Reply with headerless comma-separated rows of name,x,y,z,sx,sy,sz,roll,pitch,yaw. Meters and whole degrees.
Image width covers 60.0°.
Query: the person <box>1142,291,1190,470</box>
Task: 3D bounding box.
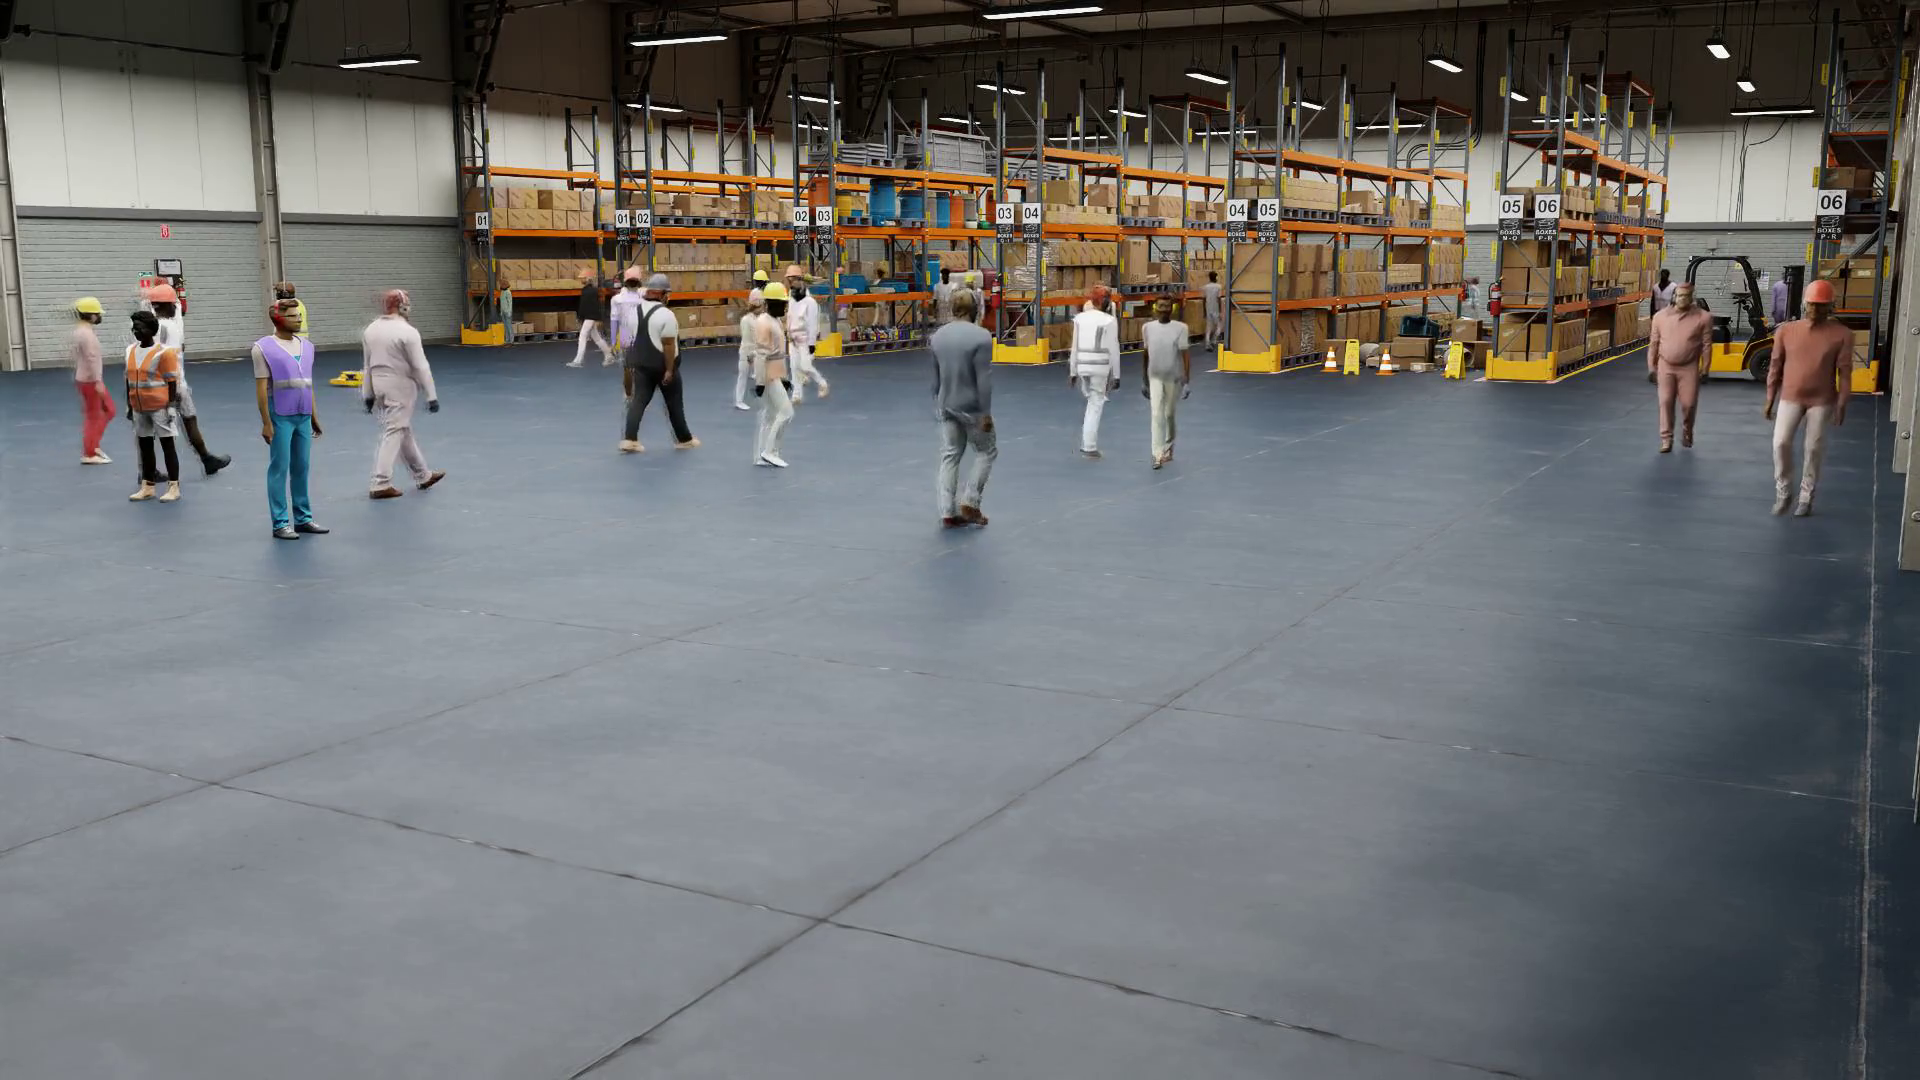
person,2.145,-1.678,17.314,0.526,1.825,0.988,2,10,12

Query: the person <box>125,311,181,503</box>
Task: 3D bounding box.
person,-7.160,-1.177,14.732,0.530,1.697,0.321,3,10,15

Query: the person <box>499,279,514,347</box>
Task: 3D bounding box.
person,-10.873,-5.432,39.834,0.285,1.632,0.499,-7,12,-36

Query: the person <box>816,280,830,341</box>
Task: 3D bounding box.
person,-3.265,-5.473,40.136,0.511,1.610,0.684,6,11,31

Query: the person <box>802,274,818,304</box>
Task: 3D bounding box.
person,-3.495,-5.216,38.189,0.532,1.765,0.323,4,11,23

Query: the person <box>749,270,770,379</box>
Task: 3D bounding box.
person,-3.549,-3.812,29.487,0.386,1.925,0.591,-2,10,-12

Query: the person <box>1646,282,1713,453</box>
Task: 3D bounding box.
person,7.971,-1.911,18.460,0.658,1.892,0.457,5,11,29

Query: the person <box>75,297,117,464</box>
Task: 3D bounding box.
person,-9.048,-1.658,17.391,0.396,1.749,0.544,-5,11,-28

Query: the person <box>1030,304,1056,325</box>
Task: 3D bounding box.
person,1.883,-5.207,37.662,0.626,1.934,0.363,0,10,2

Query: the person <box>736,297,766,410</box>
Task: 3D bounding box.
person,-2.873,-2.607,23.396,0.846,1.585,0.521,7,12,36

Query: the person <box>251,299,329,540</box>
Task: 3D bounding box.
person,-5.207,-0.938,12.888,0.386,1.849,0.568,4,10,21

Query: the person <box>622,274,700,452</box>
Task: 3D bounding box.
person,-3.388,-1.993,18.510,0.681,2.000,1.026,6,12,33

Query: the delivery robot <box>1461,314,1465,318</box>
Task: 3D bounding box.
delivery robot,13.939,-6.015,46.127,0.477,0.478,0.707,-2,10,-12

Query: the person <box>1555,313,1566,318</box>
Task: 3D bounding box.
person,15.772,-6.215,43.668,0.688,1.888,0.544,-3,10,-19

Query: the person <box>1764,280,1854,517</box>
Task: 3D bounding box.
person,7.035,-1.162,13.823,0.652,1.972,0.597,6,11,32

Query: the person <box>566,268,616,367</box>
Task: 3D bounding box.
person,-7.272,-4.383,32.798,1.026,1.950,0.613,-5,11,-27

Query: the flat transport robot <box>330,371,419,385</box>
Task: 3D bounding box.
flat transport robot,-9.874,-2.778,28.278,0.652,0.197,1.431,9,13,42

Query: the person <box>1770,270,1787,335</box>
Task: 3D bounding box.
person,19.542,-5.464,39.391,0.642,1.862,1.003,5,11,25

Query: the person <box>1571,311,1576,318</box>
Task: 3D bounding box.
person,16.612,-6.462,45.078,0.716,1.915,0.447,-4,10,-21

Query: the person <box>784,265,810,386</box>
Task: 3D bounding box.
person,-2.770,-3.559,27.717,0.598,2.023,0.649,-5,11,-28

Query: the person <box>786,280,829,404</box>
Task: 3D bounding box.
person,-2.285,-2.912,24.509,0.566,1.831,0.637,-9,13,-42

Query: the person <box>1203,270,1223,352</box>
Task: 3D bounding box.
person,5.773,-5.187,37.787,0.547,1.847,0.603,8,12,38

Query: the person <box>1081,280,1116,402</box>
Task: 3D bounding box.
person,2.077,-2.974,24.868,0.536,1.827,0.468,-4,10,-20

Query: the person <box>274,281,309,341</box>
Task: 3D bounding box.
person,-9.137,-2.607,22.729,0.428,1.835,0.626,-1,10,-3

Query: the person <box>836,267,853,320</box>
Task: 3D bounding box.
person,-3.027,-5.930,41.953,0.551,1.913,0.834,4,11,24

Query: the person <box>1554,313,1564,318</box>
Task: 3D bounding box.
person,16.068,-6.208,44.403,0.417,1.611,0.572,0,10,-1

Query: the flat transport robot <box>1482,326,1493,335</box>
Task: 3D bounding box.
flat transport robot,14.609,-5.755,45.710,0.652,0.197,1.431,-2,10,-10

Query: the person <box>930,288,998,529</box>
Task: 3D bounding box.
person,0.038,-1.042,13.292,0.654,1.916,0.520,9,13,41

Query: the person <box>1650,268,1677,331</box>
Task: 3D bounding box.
person,15.605,-5.068,36.907,0.553,1.906,0.619,-8,12,-39

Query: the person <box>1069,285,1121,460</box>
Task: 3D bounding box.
person,1.486,-1.799,17.877,0.562,1.865,0.583,-9,13,-44

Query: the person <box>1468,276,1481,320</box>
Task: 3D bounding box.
person,14.450,-6.600,46.705,0.357,1.627,0.513,5,11,28

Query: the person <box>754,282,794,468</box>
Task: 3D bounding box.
person,-1.894,-1.688,17.117,0.516,1.909,0.588,0,10,2

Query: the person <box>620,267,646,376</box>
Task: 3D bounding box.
person,-5.870,-3.946,30.150,0.655,1.966,0.502,4,11,25

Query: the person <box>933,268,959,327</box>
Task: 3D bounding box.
person,-0.293,-5.401,38.856,0.622,1.924,0.815,3,10,17

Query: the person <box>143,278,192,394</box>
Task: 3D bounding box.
person,-11.950,-3.021,25.094,0.606,1.841,0.923,-1,10,-6

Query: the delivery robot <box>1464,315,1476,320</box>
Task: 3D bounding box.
delivery robot,13.856,-5.916,45.547,0.707,0.478,0.477,-2,10,-11

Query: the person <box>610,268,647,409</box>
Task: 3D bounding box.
person,-4.567,-2.791,23.295,0.639,1.994,1.037,-2,10,-11

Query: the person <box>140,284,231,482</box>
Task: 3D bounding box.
person,-7.631,-1.522,16.170,0.573,1.890,0.981,5,11,25

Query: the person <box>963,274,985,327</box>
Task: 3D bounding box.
person,0.204,-4.700,35.101,0.601,1.778,0.947,2,10,9

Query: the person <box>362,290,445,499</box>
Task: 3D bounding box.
person,-5.043,-1.335,15.165,0.670,1.859,0.960,6,12,33

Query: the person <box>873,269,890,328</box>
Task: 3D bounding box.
person,-2.085,-6.353,44.675,0.551,1.817,0.961,5,11,28
